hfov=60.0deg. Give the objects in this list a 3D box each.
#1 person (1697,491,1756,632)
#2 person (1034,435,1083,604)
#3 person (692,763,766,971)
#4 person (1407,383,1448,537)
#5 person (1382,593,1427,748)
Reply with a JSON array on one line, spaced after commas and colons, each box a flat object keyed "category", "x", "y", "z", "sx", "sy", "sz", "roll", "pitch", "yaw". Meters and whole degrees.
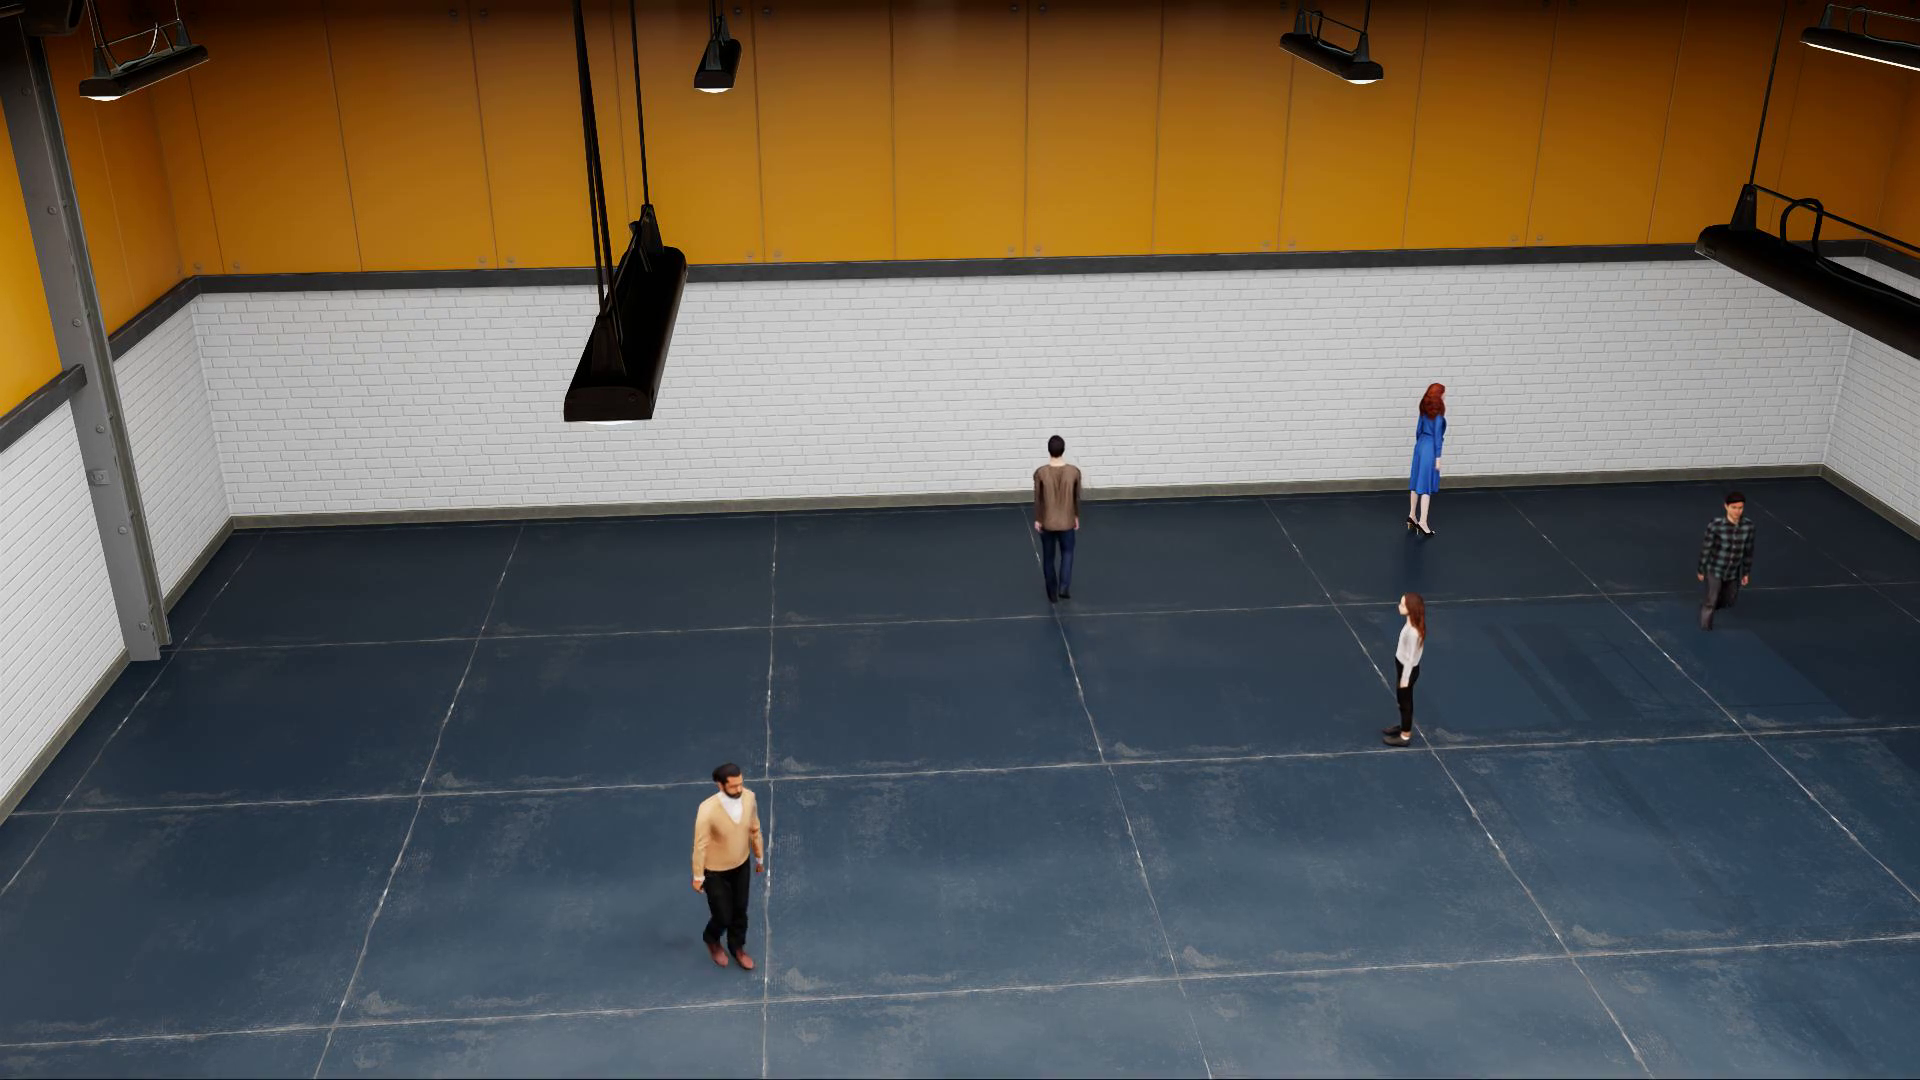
[{"category": "person", "x": 7.847, "y": 0.265, "z": 17.153, "sx": 0.763, "sy": 1.696, "sz": 0.933, "roll": 2, "pitch": 24, "yaw": 3}, {"category": "person", "x": 1.028, "y": -0.173, "z": 17.461, "sx": 0.670, "sy": 1.879, "sz": 0.743, "roll": 0, "pitch": 24, "yaw": 0}, {"category": "person", "x": -1.719, "y": 2.317, "z": 11.945, "sx": 0.838, "sy": 1.734, "sz": 0.873, "roll": -20, "pitch": 31, "yaw": -38}, {"category": "person", "x": 5.411, "y": -0.946, "z": 19.293, "sx": 0.700, "sy": 1.828, "sz": 0.557, "roll": -6, "pitch": 24, "yaw": -13}, {"category": "person", "x": 4.023, "y": 1.154, "z": 14.919, "sx": 0.664, "sy": 1.483, "sz": 0.525, "roll": 6, "pitch": 24, "yaw": 13}]
